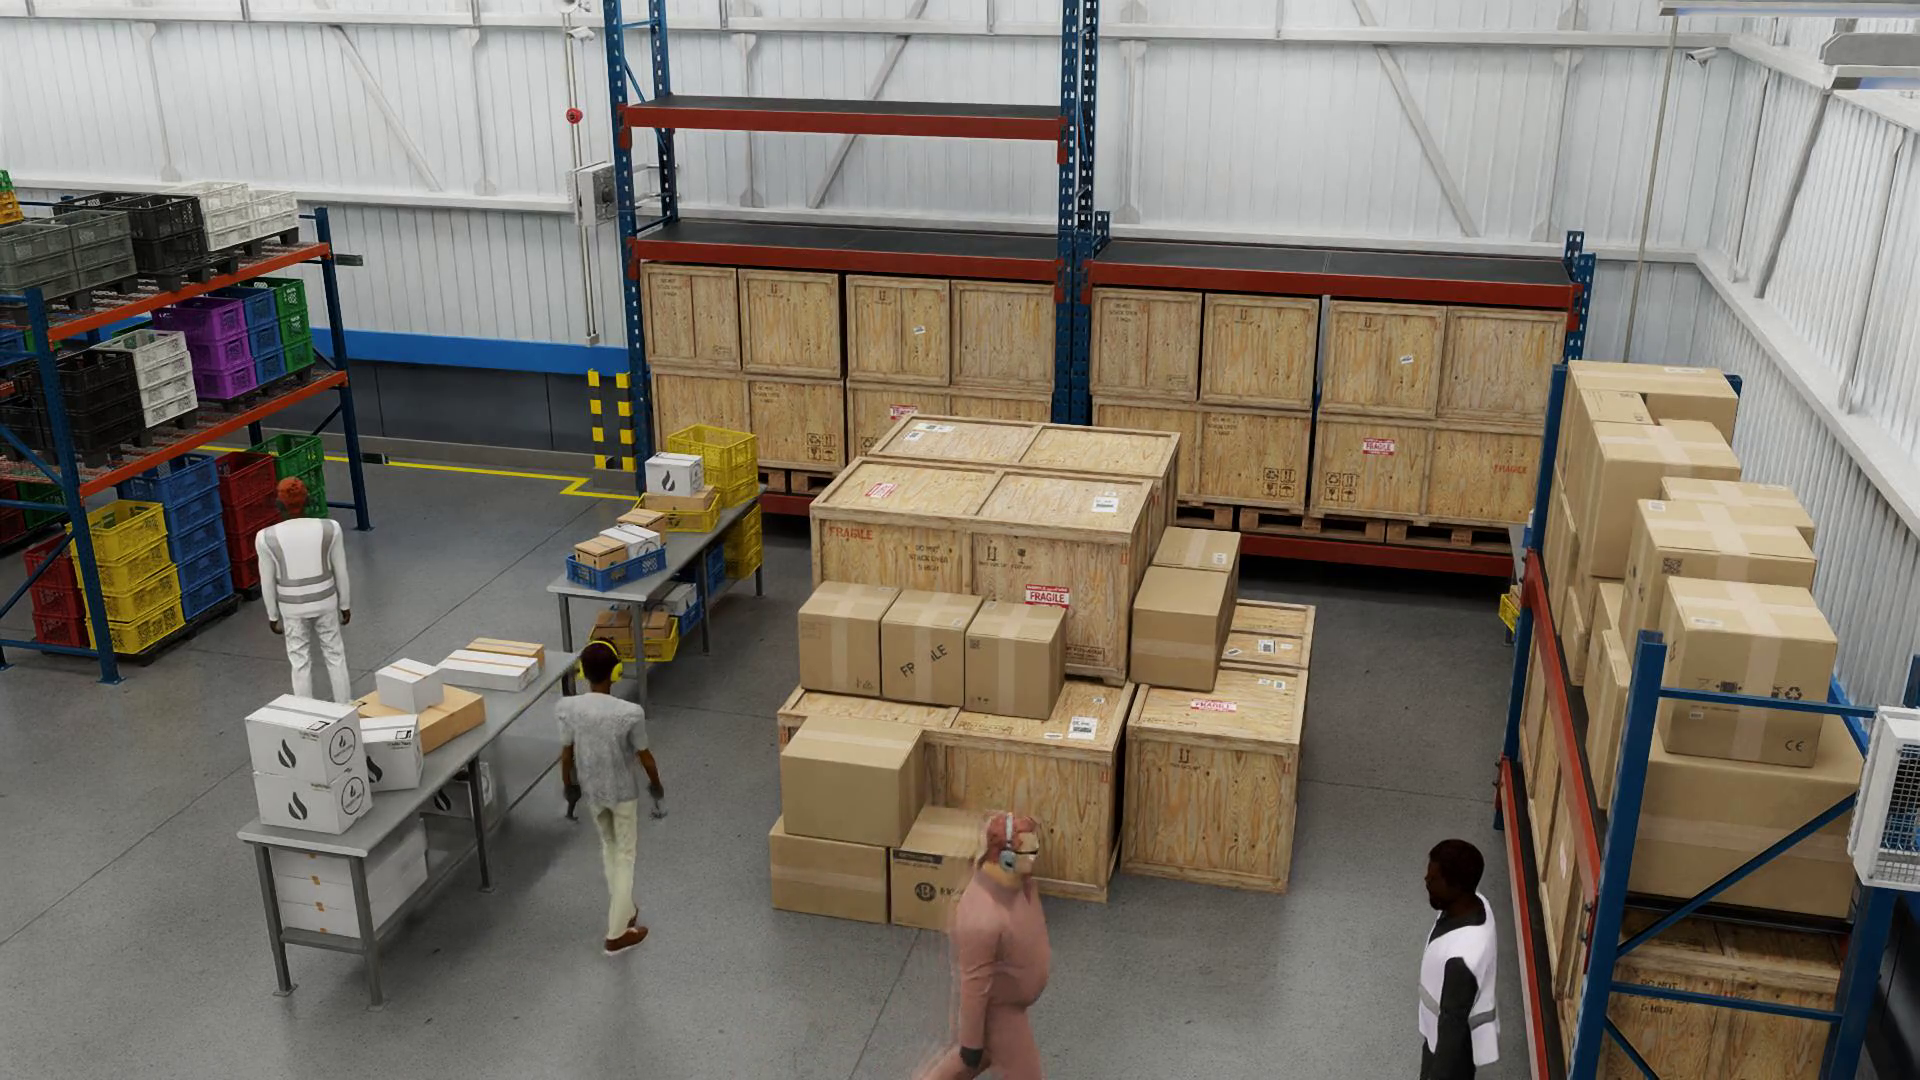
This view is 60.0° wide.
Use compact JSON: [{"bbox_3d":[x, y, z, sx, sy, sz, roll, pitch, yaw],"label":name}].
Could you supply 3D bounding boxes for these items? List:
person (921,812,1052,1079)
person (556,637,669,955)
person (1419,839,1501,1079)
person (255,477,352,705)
[{"bbox_3d":[0.147,2.037,7.468,0.968,1.869,0.657,6,22,15],"label":"person"},{"bbox_3d":[-1.903,1.396,9.168,0.564,1.852,0.474,4,21,10],"label":"person"},{"bbox_3d":[2.108,2.146,7.126,0.388,1.905,0.601,7,22,17],"label":"person"},{"bbox_3d":[-4.528,0.467,11.556,0.567,1.879,0.353,-11,23,-26],"label":"person"}]
